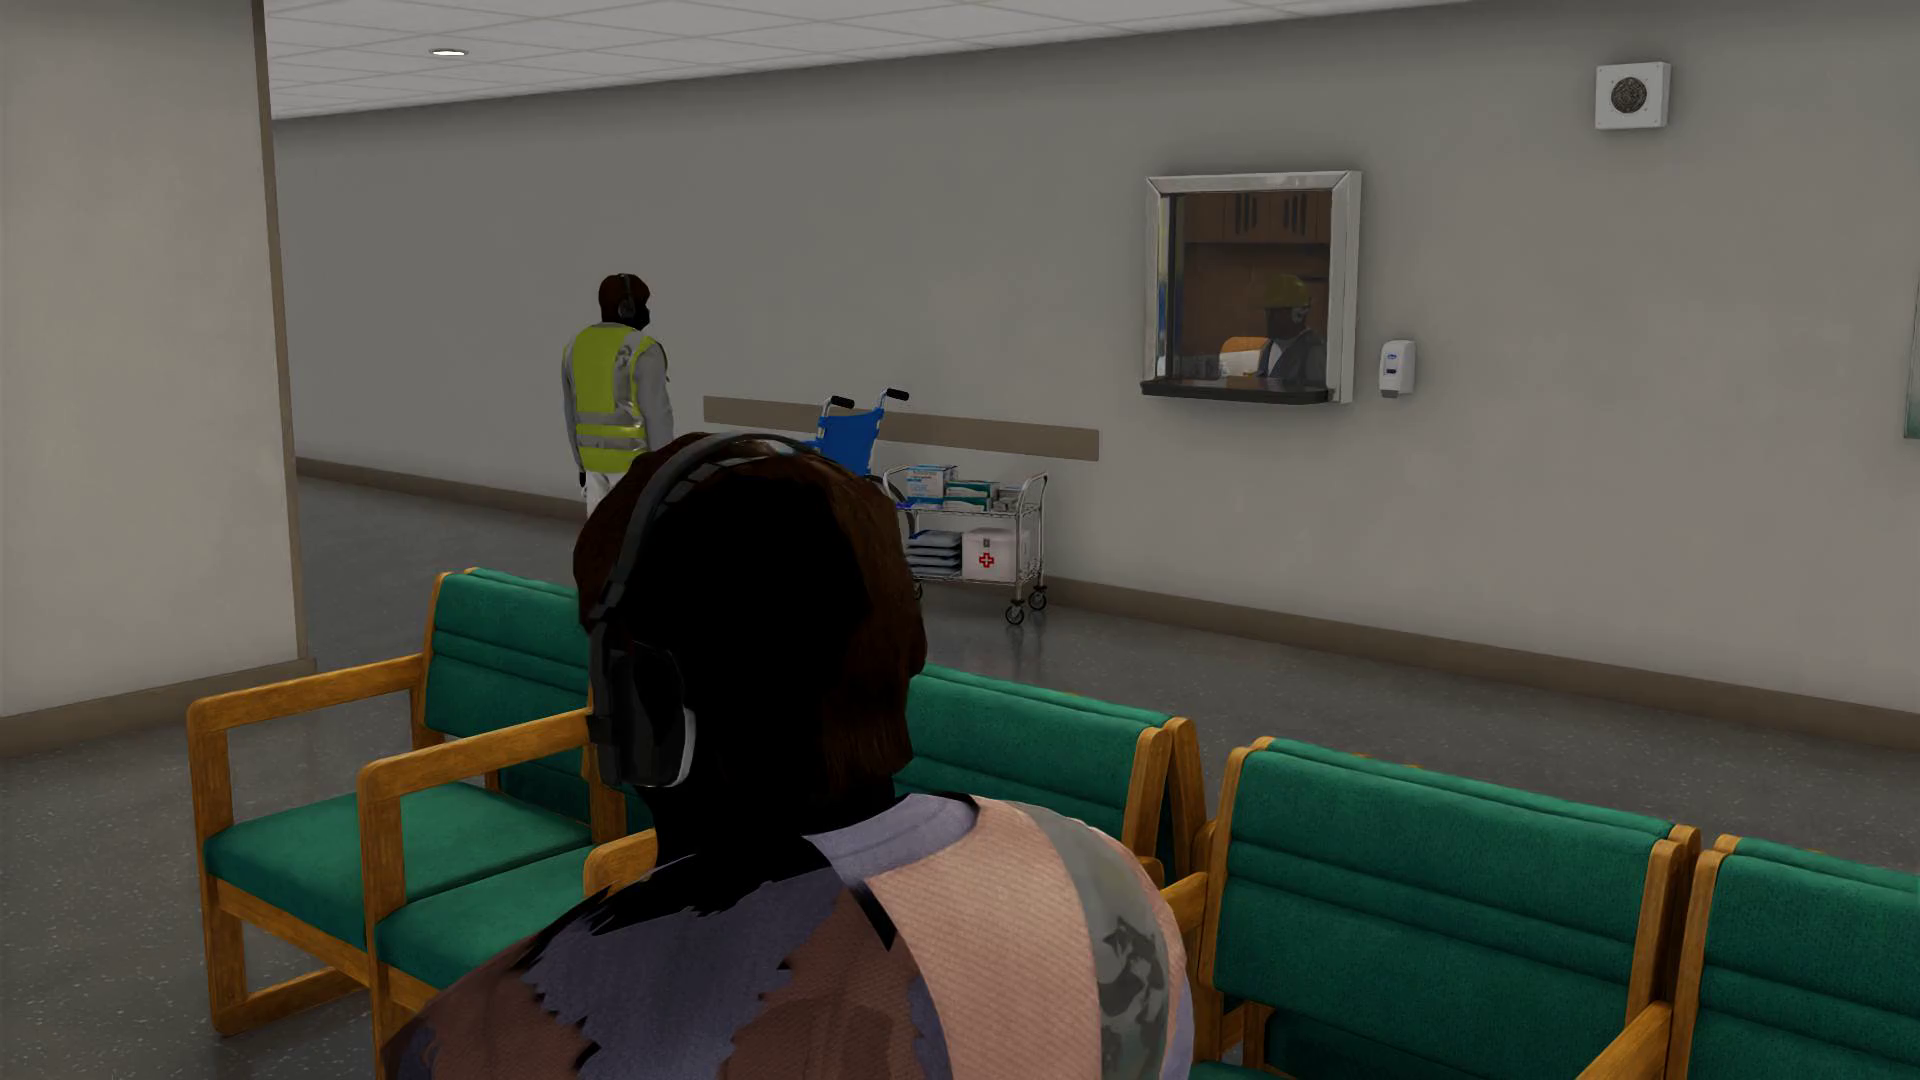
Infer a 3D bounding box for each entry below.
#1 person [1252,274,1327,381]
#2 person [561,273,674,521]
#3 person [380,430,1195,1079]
[{"bbox_3d":[1.770,-0.514,8.977,0.404,1.823,0.588,-4,11,-21],"label":"person"},{"bbox_3d":[-1.606,-0.354,8.003,0.629,1.840,0.429,7,12,34],"label":"person"},{"bbox_3d":[-0.134,0.836,1.226,0.627,1.844,0.429,-8,13,-39],"label":"person"}]
